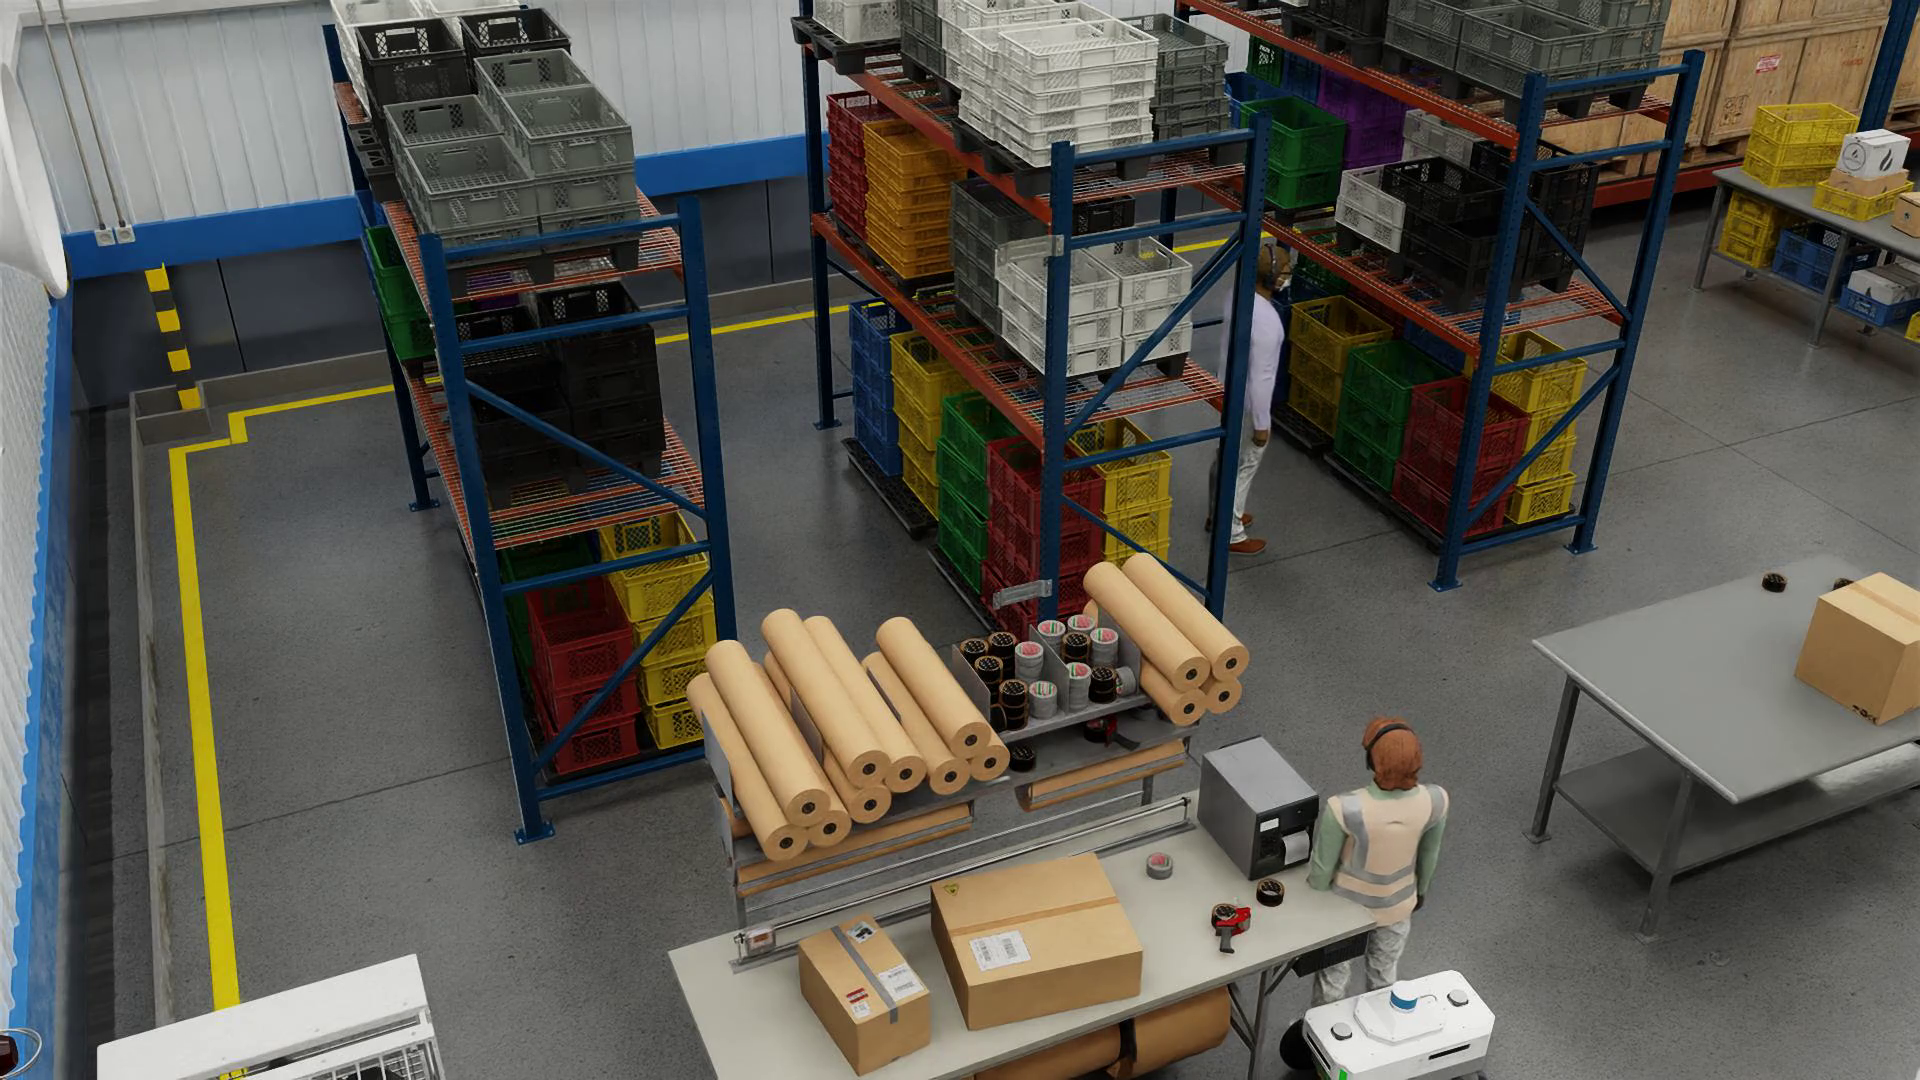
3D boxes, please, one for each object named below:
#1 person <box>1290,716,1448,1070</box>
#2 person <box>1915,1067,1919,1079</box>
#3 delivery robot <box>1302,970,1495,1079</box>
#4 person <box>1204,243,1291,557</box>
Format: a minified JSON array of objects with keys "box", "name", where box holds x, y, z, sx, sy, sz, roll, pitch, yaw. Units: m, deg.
[{"box":[1.573,1.389,6.402,0.526,1.630,0.317,-7,32,-11],"name":"person"},{"box":[3.748,1.577,5.903,0.621,1.837,0.429,-26,40,-36],"name":"person"},{"box":[1.702,1.920,6.470,0.707,0.478,0.477,-10,33,-16],"name":"delivery robot"},{"box":[1.669,-0.810,9.687,0.370,1.932,0.634,-4,32,-7],"name":"person"}]
